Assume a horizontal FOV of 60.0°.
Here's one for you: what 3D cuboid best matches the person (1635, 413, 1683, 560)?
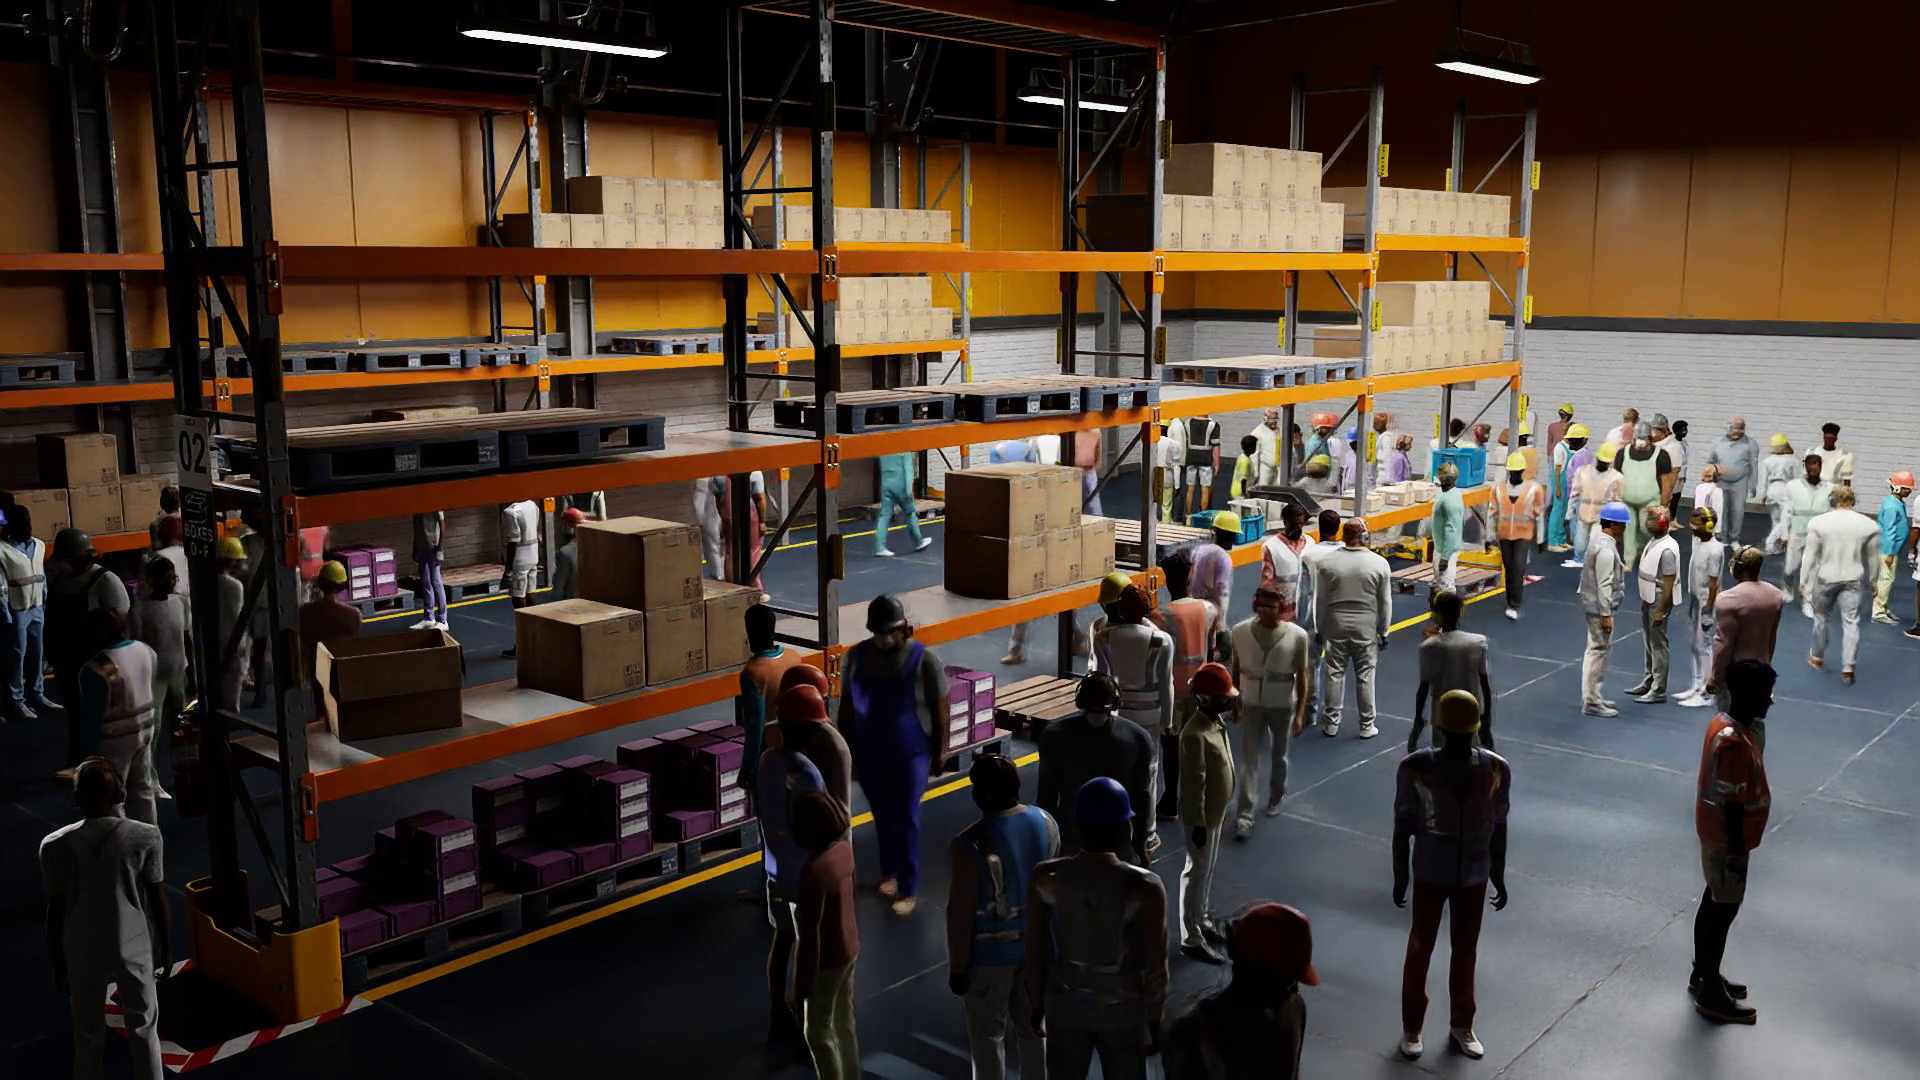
[{"bbox_3d":[9.341,-0.698,22.455,0.538,2.000,0.684,-4,10,-21],"label":"person"}]

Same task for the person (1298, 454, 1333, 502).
[{"bbox_3d":[4.350,-0.202,20.510,0.606,1.706,0.362,-5,11,-26],"label":"person"}]

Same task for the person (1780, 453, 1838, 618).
[{"bbox_3d":[9.802,-0.085,19.267,0.591,1.890,0.779,3,10,17],"label":"person"}]

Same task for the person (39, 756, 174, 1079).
[{"bbox_3d":[-3.883,1.892,7.613,0.506,1.838,0.344,-3,10,-20],"label":"person"}]

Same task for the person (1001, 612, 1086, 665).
[{"bbox_3d":[0.863,0.223,16.953,0.681,2.000,0.994,9,13,42],"label":"person"}]

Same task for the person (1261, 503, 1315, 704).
[{"bbox_3d":[2.969,0.600,15.115,0.600,1.908,0.396,-6,11,-31],"label":"person"}]

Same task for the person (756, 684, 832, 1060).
[{"bbox_3d":[-0.814,1.688,8.529,0.362,1.934,0.543,-7,12,-36],"label":"person"}]

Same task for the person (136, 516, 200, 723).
[{"bbox_3d":[-6.974,0.696,14.767,1.006,1.831,0.565,7,12,35],"label":"person"}]

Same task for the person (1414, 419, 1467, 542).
[{"bbox_3d":[6.801,-0.779,23.486,0.707,1.870,0.454,-1,10,-7],"label":"person"}]

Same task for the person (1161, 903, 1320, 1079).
[{"bbox_3d":[0.928,2.169,5.557,0.647,1.975,1.034,-5,11,-26],"label":"person"}]

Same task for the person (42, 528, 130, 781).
[{"bbox_3d":[-6.839,0.895,12.942,0.674,2.000,0.535,3,10,18],"label":"person"}]

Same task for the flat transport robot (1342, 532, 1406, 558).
[{"bbox_3d":[5.735,0.091,23.018,0.652,0.197,1.431,8,12,39],"label":"flat transport robot"}]

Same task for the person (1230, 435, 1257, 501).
[{"bbox_3d":[3.924,-0.625,23.077,0.337,1.686,0.555,2,10,10],"label":"person"}]

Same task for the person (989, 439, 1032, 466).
[{"bbox_3d":[0.702,-0.672,22.463,0.647,1.994,0.991,-4,10,-21],"label":"person"}]

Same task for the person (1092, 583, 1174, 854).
[{"bbox_3d":[1.189,1.225,11.464,0.575,1.880,0.358,4,10,20],"label":"person"}]

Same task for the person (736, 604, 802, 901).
[{"bbox_3d":[-1.203,1.352,10.594,0.391,1.914,0.587,4,10,24],"label":"person"}]

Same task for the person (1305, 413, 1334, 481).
[{"bbox_3d":[4.976,-0.773,23.082,0.397,1.989,0.619,6,11,30],"label":"person"}]

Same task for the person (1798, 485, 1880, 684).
[{"bbox_3d":[8.618,0.406,16.329,0.731,1.873,0.979,3,10,15],"label":"person"}]

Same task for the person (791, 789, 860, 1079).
[{"bbox_3d":[-0.612,1.964,7.805,0.348,1.621,0.538,3,10,16],"label":"person"}]

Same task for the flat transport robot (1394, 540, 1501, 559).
[{"bbox_3d":[6.696,0.167,22.564,1.431,0.197,0.652,8,12,39],"label":"flat transport robot"}]

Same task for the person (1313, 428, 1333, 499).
[{"bbox_3d":[5.490,-1.027,25.337,0.483,1.737,0.319,-3,10,-16],"label":"person"}]

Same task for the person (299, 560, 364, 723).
[{"bbox_3d":[-4.910,1.032,12.984,0.534,1.745,0.583,1,10,4],"label":"person"}]

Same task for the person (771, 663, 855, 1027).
[{"bbox_3d":[-0.783,1.619,8.793,0.408,1.986,0.618,-6,11,-32],"label":"person"}]

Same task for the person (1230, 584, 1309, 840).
[{"bbox_3d":[2.197,1.194,11.900,0.569,1.798,0.984,3,10,18],"label":"person"}]

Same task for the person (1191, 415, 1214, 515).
[{"bbox_3d":[3.850,-1.301,26.397,0.386,1.929,0.543,-3,10,-16],"label":"person"}]

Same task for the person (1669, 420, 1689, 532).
[{"bbox_3d":[10.825,-0.976,25.161,0.536,1.691,0.319,-8,13,-41],"label":"person"}]

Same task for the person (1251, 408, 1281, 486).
[{"bbox_3d":[4.638,-1.036,24.925,0.653,1.894,0.401,-6,11,-30],"label":"person"}]

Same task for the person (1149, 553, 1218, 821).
[{"bbox_3d":[1.596,1.069,12.146,0.600,1.958,0.378,-6,11,-31],"label":"person"}]

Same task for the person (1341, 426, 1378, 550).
[{"bbox_3d":[5.188,-0.530,21.756,0.403,1.937,0.604,-4,10,-25],"label":"person"}]

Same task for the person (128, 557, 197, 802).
[{"bbox_3d":[-6.021,1.043,12.615,0.330,1.861,0.506,5,11,28],"label":"person"}]

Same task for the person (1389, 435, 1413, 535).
[{"bbox_3d":[6.242,-0.681,23.574,0.319,1.631,0.524,3,10,16],"label":"person"}]

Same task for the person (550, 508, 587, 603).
[{"bbox_3d":[-3.723,0.555,15.904,0.655,1.729,0.568,4,10,23],"label":"person"}]

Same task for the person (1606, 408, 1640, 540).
[{"bbox_3d":[9.734,-0.961,24.329,0.359,1.936,0.632,-6,11,-32],"label":"person"}]

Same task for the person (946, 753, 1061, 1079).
[{"bbox_3d":[0.181,1.881,7.690,0.622,1.835,0.431,-9,13,-42],"label":"person"}]

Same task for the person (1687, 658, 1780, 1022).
[{"bbox_3d":[4.176,1.592,9.003,0.361,1.962,0.617,3,10,18],"label":"person"}]

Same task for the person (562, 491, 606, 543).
[{"bbox_3d":[-4.512,-0.085,19.988,0.523,1.638,0.311,-1,10,-9],"label":"person"}]

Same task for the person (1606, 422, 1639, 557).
[{"bbox_3d":[9.103,-0.664,22.727,0.660,1.887,0.623,5,11,29],"label":"person"}]

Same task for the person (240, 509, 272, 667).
[{"bbox_3d":[-7.087,0.422,16.793,0.318,1.697,0.535,-4,10,-23],"label":"person"}]

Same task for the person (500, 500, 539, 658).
[{"bbox_3d":[-4.540,0.232,17.121,0.367,1.966,0.607,1,10,8],"label":"person"}]

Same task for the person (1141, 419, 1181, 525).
[{"bbox_3d":[2.848,-0.826,23.578,0.587,1.920,0.395,5,11,28],"label":"person"}]

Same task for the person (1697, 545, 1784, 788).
[{"bbox_3d":[5.932,0.996,12.646,0.629,1.940,0.372,-5,11,-27],"label":"person"}]
